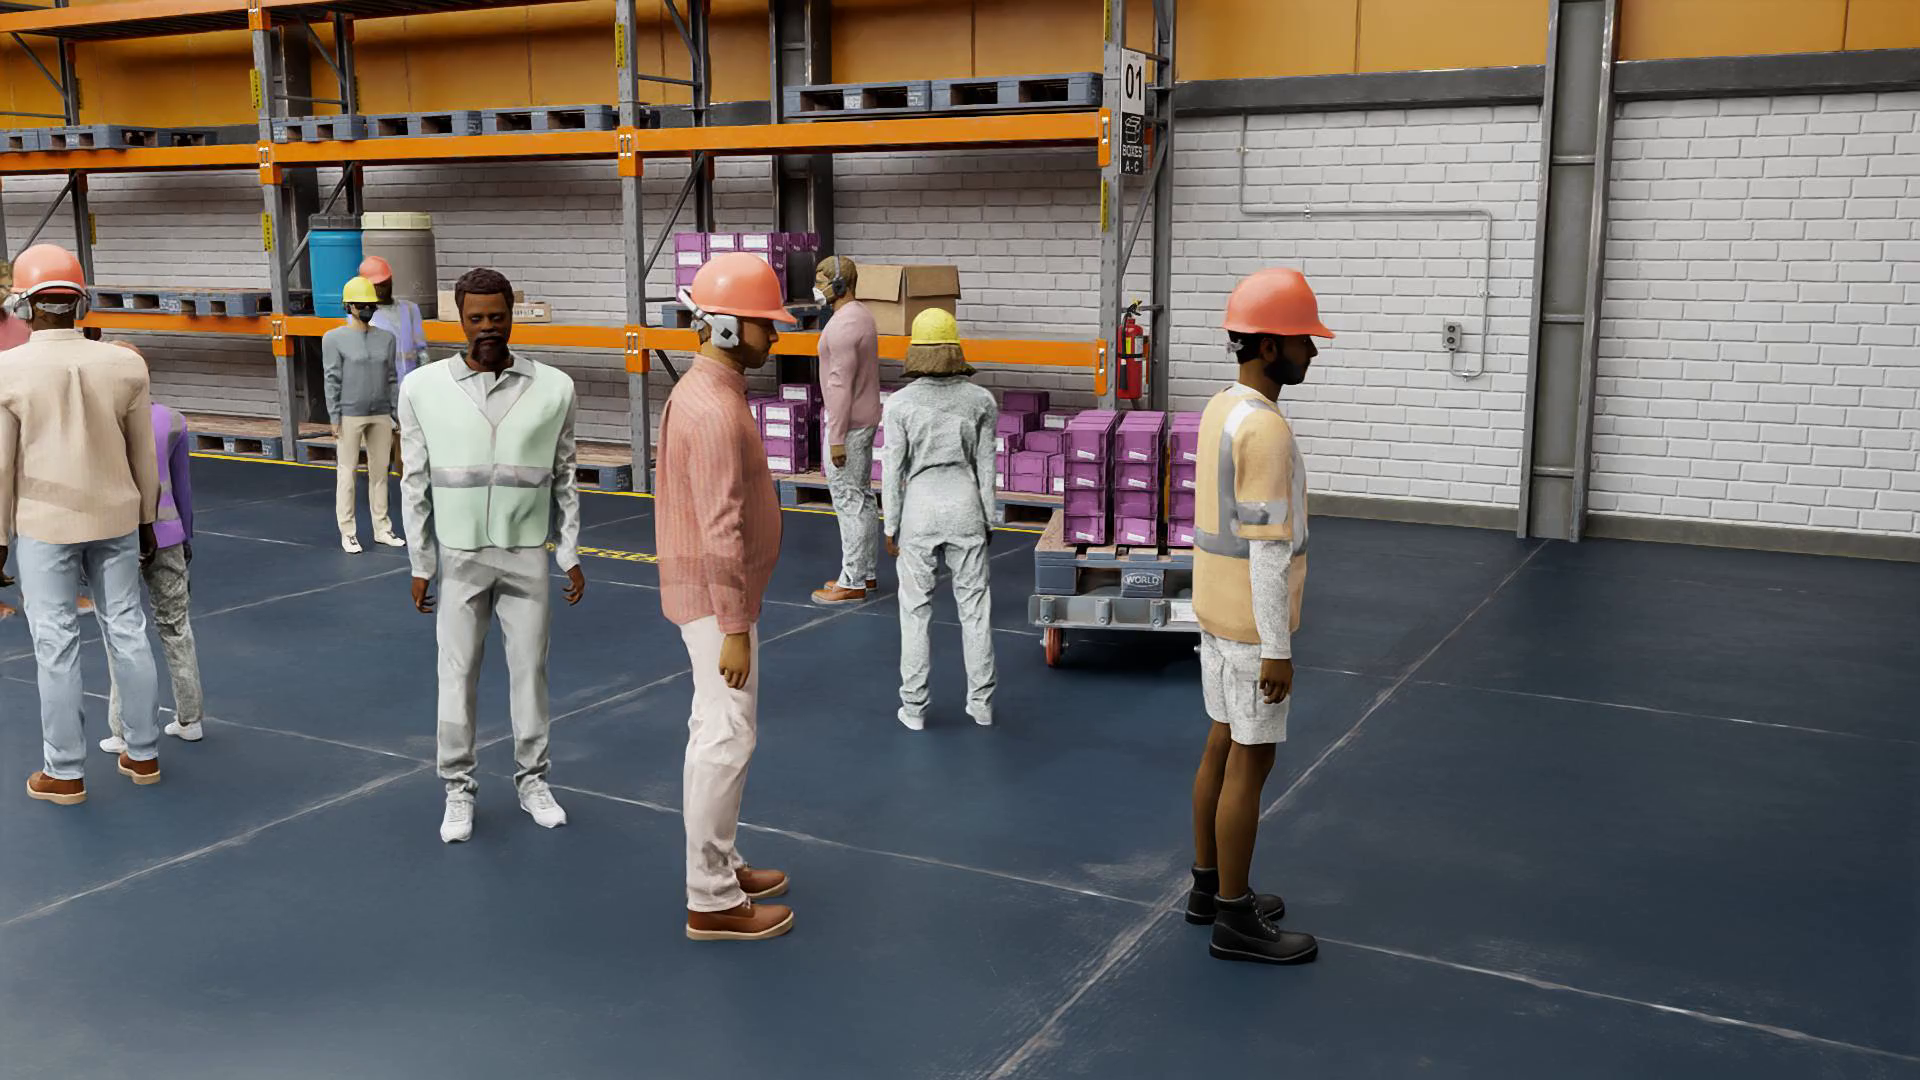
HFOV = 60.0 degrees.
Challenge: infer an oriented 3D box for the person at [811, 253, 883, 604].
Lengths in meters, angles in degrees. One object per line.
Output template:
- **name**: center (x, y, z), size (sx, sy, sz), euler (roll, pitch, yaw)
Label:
- **person**: center (-0.623, -0.608, 9.214), size (0.376, 1.933, 0.625), euler (1, 10, 7)

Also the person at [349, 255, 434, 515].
- **person**: center (-4.172, -1.135, 12.211), size (0.838, 1.890, 0.566), euler (8, 13, 39)

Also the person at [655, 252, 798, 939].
- **person**: center (-0.662, 0.173, 4.798), size (0.410, 1.980, 0.624), euler (-2, 11, -12)

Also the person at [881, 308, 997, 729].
- **person**: center (-0.088, -0.083, 6.880), size (0.489, 1.737, 0.321), euler (-2, 11, -12)

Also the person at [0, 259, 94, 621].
- **person**: center (-4.933, -0.503, 8.688), size (0.864, 1.903, 0.647), euler (3, 11, 18)

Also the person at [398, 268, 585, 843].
- **person**: center (-1.579, 0.046, 5.653), size (0.588, 1.920, 0.398), euler (-4, 11, -23)

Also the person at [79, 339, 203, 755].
- **person**: center (-3.235, 0.031, 6.532), size (0.317, 1.629, 0.508), euler (6, 12, 30)

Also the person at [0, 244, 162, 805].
- **person**: center (-3.189, -0.051, 5.982), size (0.382, 1.995, 0.612), euler (8, 13, 39)

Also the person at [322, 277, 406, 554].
- **person**: center (-3.838, -0.806, 10.745), size (0.317, 1.769, 0.522), euler (9, 13, 40)

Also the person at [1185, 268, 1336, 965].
- **person**: center (0.842, 0.214, 4.683), size (0.361, 1.935, 0.553), euler (-1, 10, -5)
